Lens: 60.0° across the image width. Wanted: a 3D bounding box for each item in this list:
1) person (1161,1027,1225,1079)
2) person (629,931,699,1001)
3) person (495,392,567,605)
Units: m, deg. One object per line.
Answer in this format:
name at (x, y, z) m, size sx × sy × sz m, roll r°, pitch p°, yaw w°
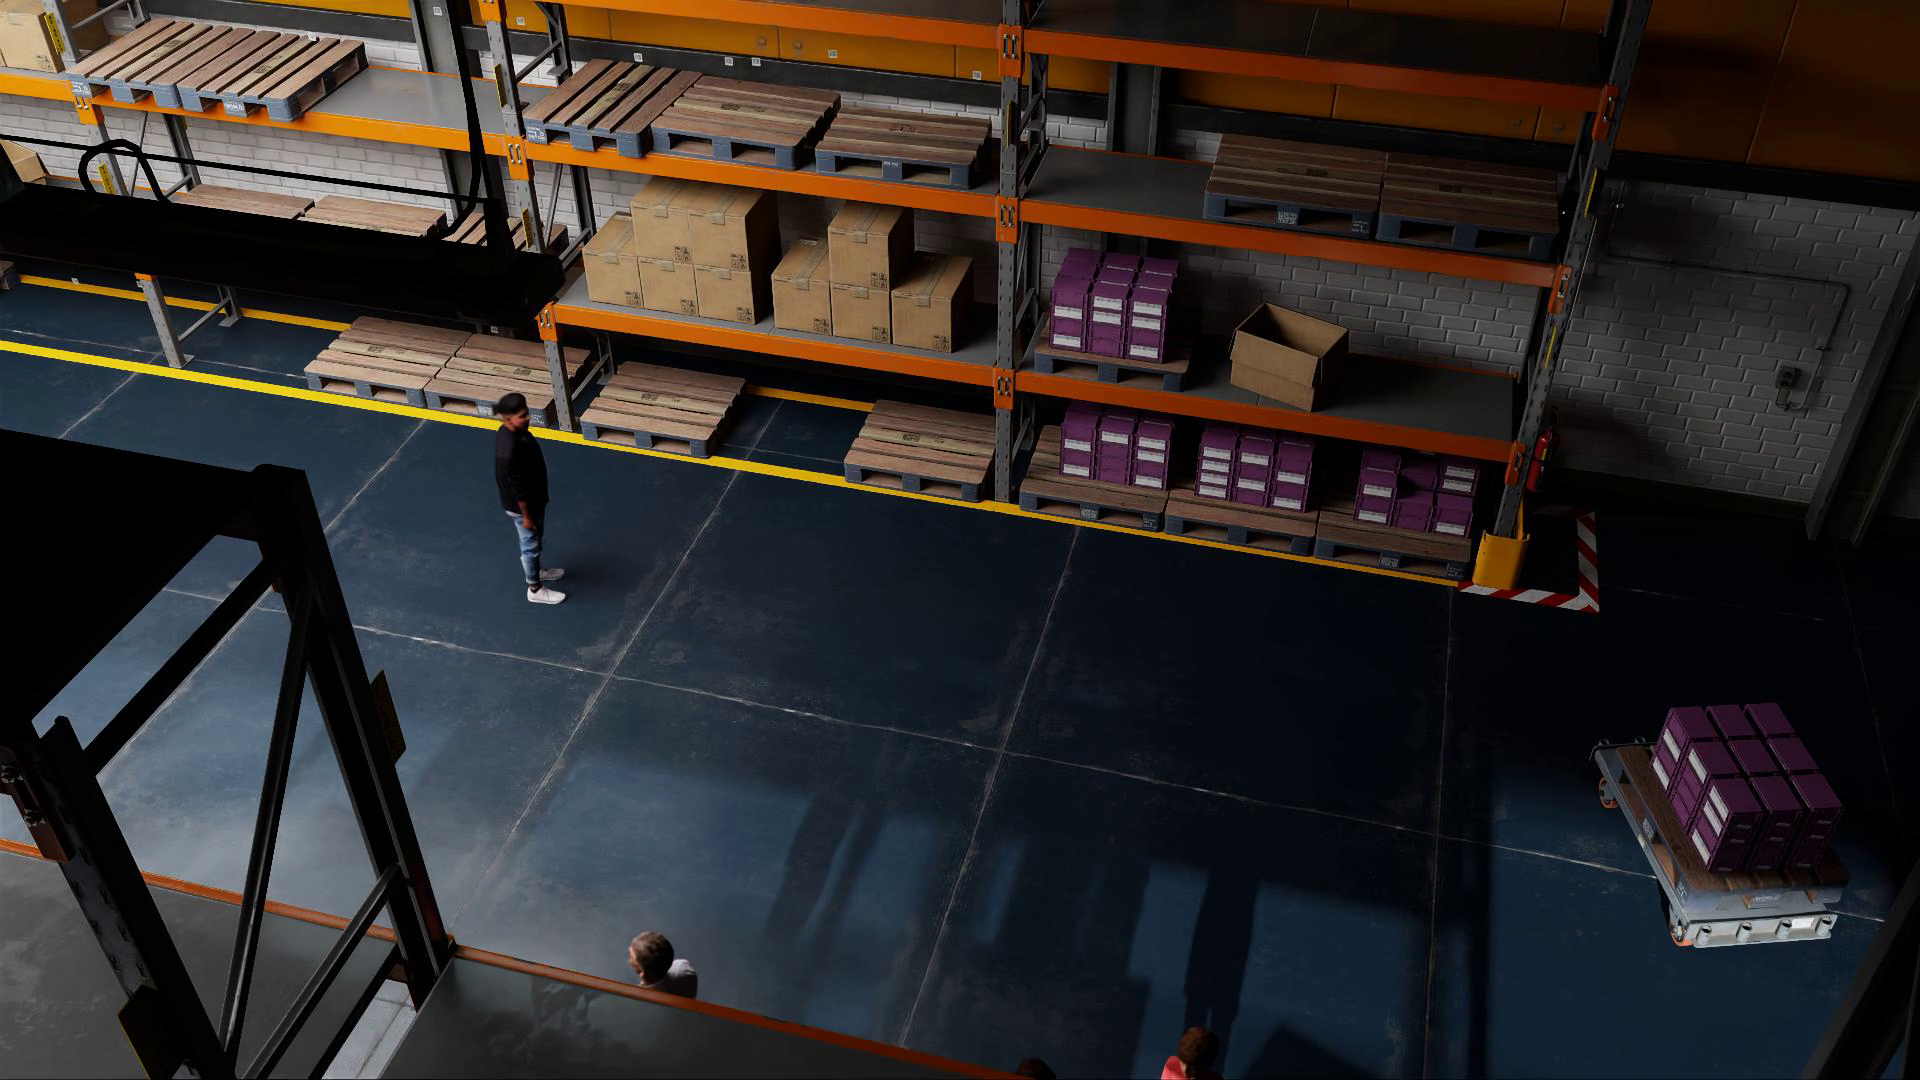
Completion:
person at (1.200, 3.023, 8.680) m, size 0.484 × 1.416 × 0.629 m, roll 21°, pitch 43°, yaw 24°
person at (-1.528, 2.691, 8.774) m, size 0.595 × 1.818 × 0.670 m, roll 14°, pitch 41°, yaw 17°
person at (-3.300, -0.328, 12.567) m, size 0.754 × 1.803 × 0.777 m, roll -6°, pitch 39°, yaw -7°
